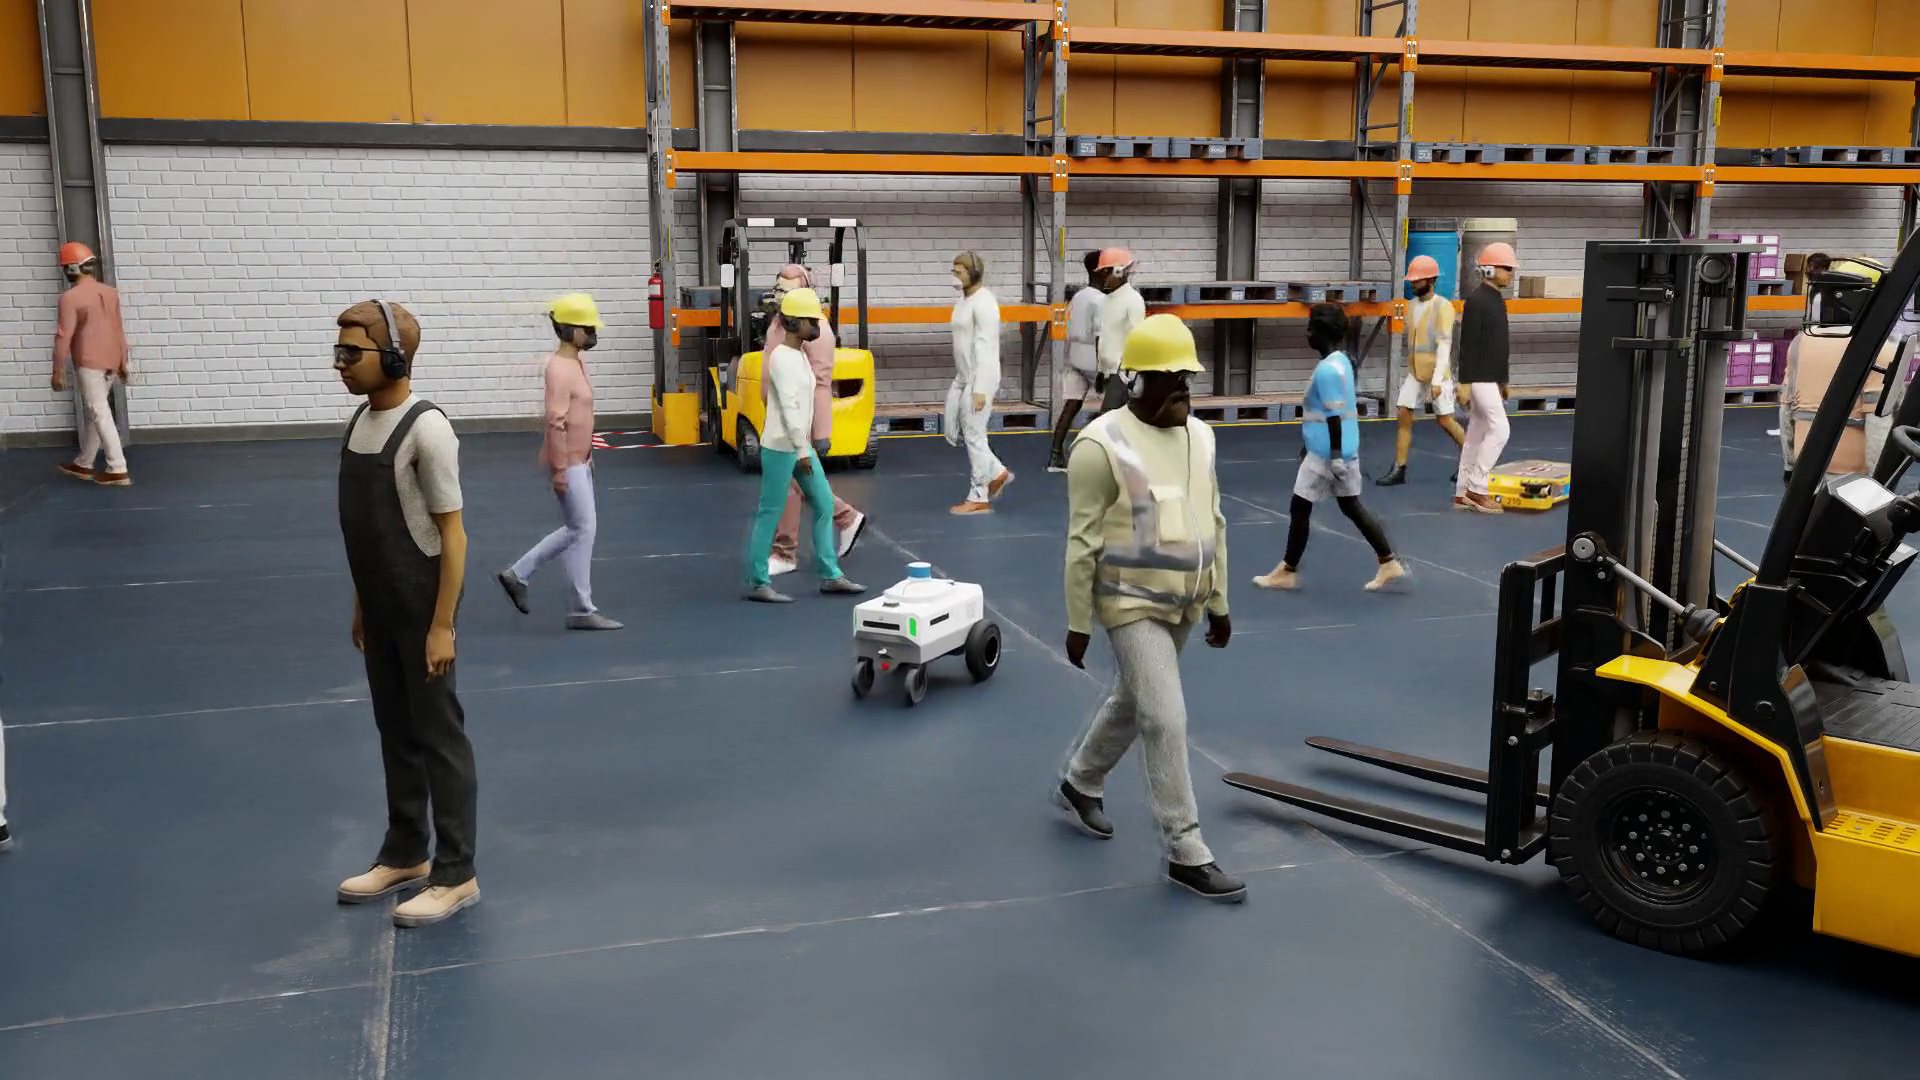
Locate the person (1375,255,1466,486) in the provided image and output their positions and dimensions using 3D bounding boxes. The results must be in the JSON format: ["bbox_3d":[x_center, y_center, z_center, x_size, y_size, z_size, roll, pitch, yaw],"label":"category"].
[{"bbox_3d":[3.896,-1.377,13.582,0.969,1.890,0.543,-5,11,-25],"label":"person"}]

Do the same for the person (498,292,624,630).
[{"bbox_3d":[-2.069,-0.392,8.524,0.577,1.746,0.524,-1,10,-4],"label":"person"}]

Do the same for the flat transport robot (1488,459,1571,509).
[{"bbox_3d":[4.449,-0.445,12.868,0.652,0.197,1.431,8,13,39],"label":"flat transport robot"}]

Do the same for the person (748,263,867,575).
[{"bbox_3d":[-0.914,-0.722,10.002,0.736,1.872,0.670,-5,11,-25],"label":"person"}]

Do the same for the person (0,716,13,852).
[{"bbox_3d":[-3.426,0.145,5.411,0.622,1.811,0.598,3,11,18],"label":"person"}]

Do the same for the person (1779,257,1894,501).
[{"bbox_3d":[4.198,-0.380,7.973,0.382,1.923,0.591,-3,11,-17],"label":"person"}]

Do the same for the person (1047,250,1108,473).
[{"bbox_3d":[1.168,-1.522,14.275,0.992,1.912,0.623,-5,12,-27],"label":"person"}]

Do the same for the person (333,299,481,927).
[{"bbox_3d":[-1.647,0.217,4.921,0.506,1.846,0.348,9,14,40],"label":"person"}]

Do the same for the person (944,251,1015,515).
[{"bbox_3d":[0.130,-1.136,12.140,0.493,1.926,0.634,-4,11,-20],"label":"person"}]

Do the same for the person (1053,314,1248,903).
[{"bbox_3d":[0.584,0.172,5.318,0.604,1.796,0.910,-9,14,-41],"label":"person"}]

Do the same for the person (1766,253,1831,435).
[{"bbox_3d":[8.807,-1.962,16.889,0.970,1.879,0.602,1,10,8],"label":"person"}]

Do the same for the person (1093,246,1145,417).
[{"bbox_3d":[1.345,-1.355,13.279,0.916,1.959,0.635,-3,11,-17],"label":"person"}]

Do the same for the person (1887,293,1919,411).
[{"bbox_3d":[10.389,-2.243,18.419,1.063,1.864,0.627,-7,12,-33],"label":"person"}]

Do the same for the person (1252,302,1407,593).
[{"bbox_3d":[2.149,-0.514,9.427,0.840,1.662,0.536,5,11,24],"label":"person"}]

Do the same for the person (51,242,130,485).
[{"bbox_3d":[-7.193,-1.423,13.558,0.809,1.965,0.650,2,10,9],"label":"person"}]

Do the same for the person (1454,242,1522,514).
[{"bbox_3d":[3.899,-1.169,12.145,0.567,1.975,0.655,7,12,33],"label":"person"}]

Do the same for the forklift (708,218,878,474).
[{"bbox_3d":[-1.522,-1.778,14.899,1.214,2.155,2.313,-3,11,-17],"label":"forklift"}]

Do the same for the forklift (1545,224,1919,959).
[{"bbox_3d":[2.909,0.117,4.508,2.313,2.155,1.214,9,14,40],"label":"forklift"}]

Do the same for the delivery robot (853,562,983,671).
[{"bbox_3d":[-0.182,0.346,7.483,0.477,0.478,0.707,5,12,27],"label":"delivery robot"}]

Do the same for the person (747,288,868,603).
[{"bbox_3d":[-0.843,-0.499,9.150,0.762,1.740,0.546,2,11,11],"label":"person"}]
